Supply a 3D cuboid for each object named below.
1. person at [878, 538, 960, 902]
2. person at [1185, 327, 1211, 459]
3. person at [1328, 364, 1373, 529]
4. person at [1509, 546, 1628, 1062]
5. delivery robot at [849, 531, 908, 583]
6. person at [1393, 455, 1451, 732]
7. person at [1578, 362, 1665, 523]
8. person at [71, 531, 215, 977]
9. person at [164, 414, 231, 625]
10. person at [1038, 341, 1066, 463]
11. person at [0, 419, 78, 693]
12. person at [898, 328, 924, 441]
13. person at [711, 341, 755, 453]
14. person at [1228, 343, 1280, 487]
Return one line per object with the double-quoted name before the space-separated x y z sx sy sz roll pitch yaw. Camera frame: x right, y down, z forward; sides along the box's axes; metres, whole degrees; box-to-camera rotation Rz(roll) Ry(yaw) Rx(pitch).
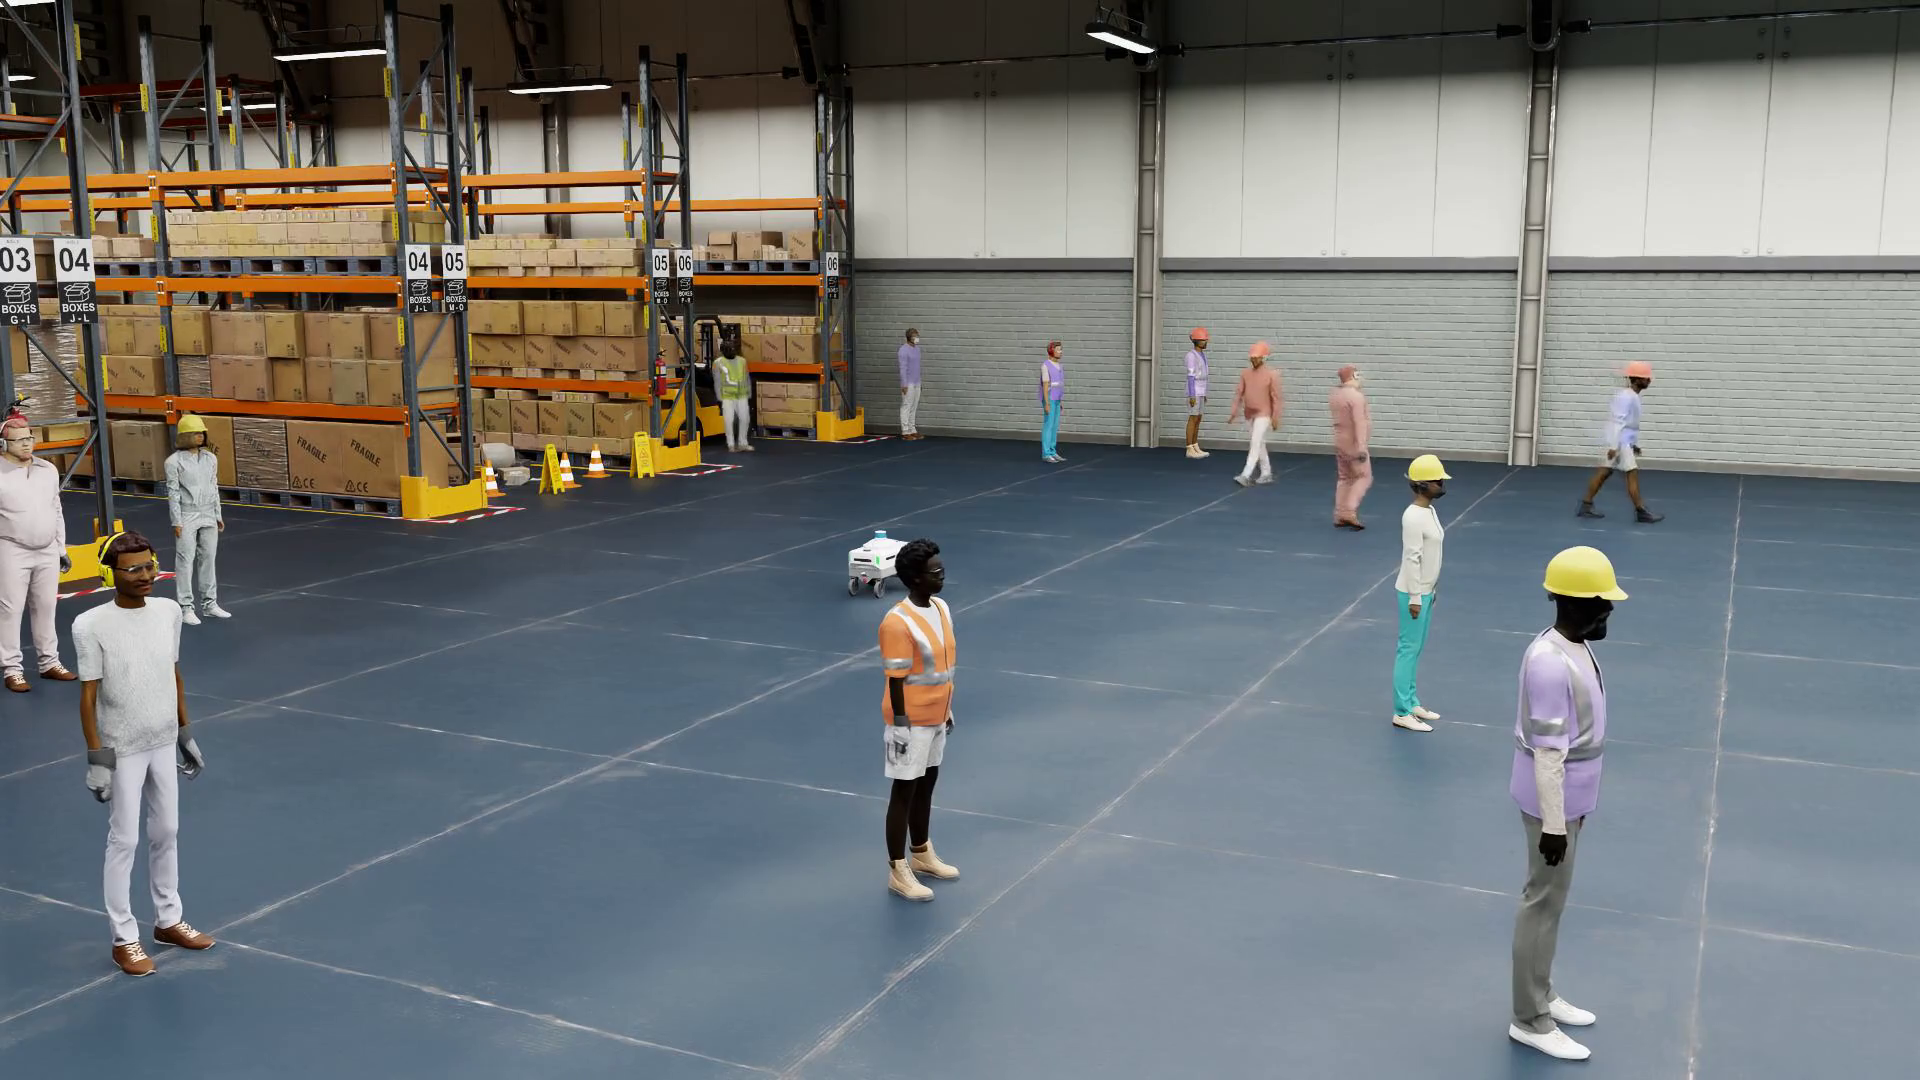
"person" -0.188 0.832 7.856 0.317 1.700 0.538 4 10 25
"person" 3.724 -2.293 25.963 0.374 2.043 0.611 4 10 25
"person" 4.456 -1.064 18.981 0.443 1.873 0.746 -3 10 -15
"person" 2.284 0.972 6.299 0.366 1.927 0.591 4 10 25
"delivery robot" -0.725 0.159 15.192 0.477 0.478 0.707 4 10 25
"person" 2.969 0.332 10.709 0.303 1.772 0.530 4 10 25
"person" 7.769 -1.148 19.491 0.975 1.882 0.551 4 10 26
"person" -3.450 0.881 7.035 0.324 1.871 0.526 4 10 25
"person" -6.373 -0.177 13.901 0.286 1.746 0.490 4 10 25
"person" 1.402 -2.101 25.375 0.386 1.849 0.568 4 10 25
"person" -6.570 0.100 11.713 0.409 1.908 0.647 4 10 25
"person" -0.839 -2.690 28.720 0.368 1.939 0.633 4 10 25
"person" -3.629 -2.291 26.729 0.724 1.808 0.450 -7 11 -36
"person" 4.003 -1.698 22.627 1.017 1.941 0.630 -9 13 -42
